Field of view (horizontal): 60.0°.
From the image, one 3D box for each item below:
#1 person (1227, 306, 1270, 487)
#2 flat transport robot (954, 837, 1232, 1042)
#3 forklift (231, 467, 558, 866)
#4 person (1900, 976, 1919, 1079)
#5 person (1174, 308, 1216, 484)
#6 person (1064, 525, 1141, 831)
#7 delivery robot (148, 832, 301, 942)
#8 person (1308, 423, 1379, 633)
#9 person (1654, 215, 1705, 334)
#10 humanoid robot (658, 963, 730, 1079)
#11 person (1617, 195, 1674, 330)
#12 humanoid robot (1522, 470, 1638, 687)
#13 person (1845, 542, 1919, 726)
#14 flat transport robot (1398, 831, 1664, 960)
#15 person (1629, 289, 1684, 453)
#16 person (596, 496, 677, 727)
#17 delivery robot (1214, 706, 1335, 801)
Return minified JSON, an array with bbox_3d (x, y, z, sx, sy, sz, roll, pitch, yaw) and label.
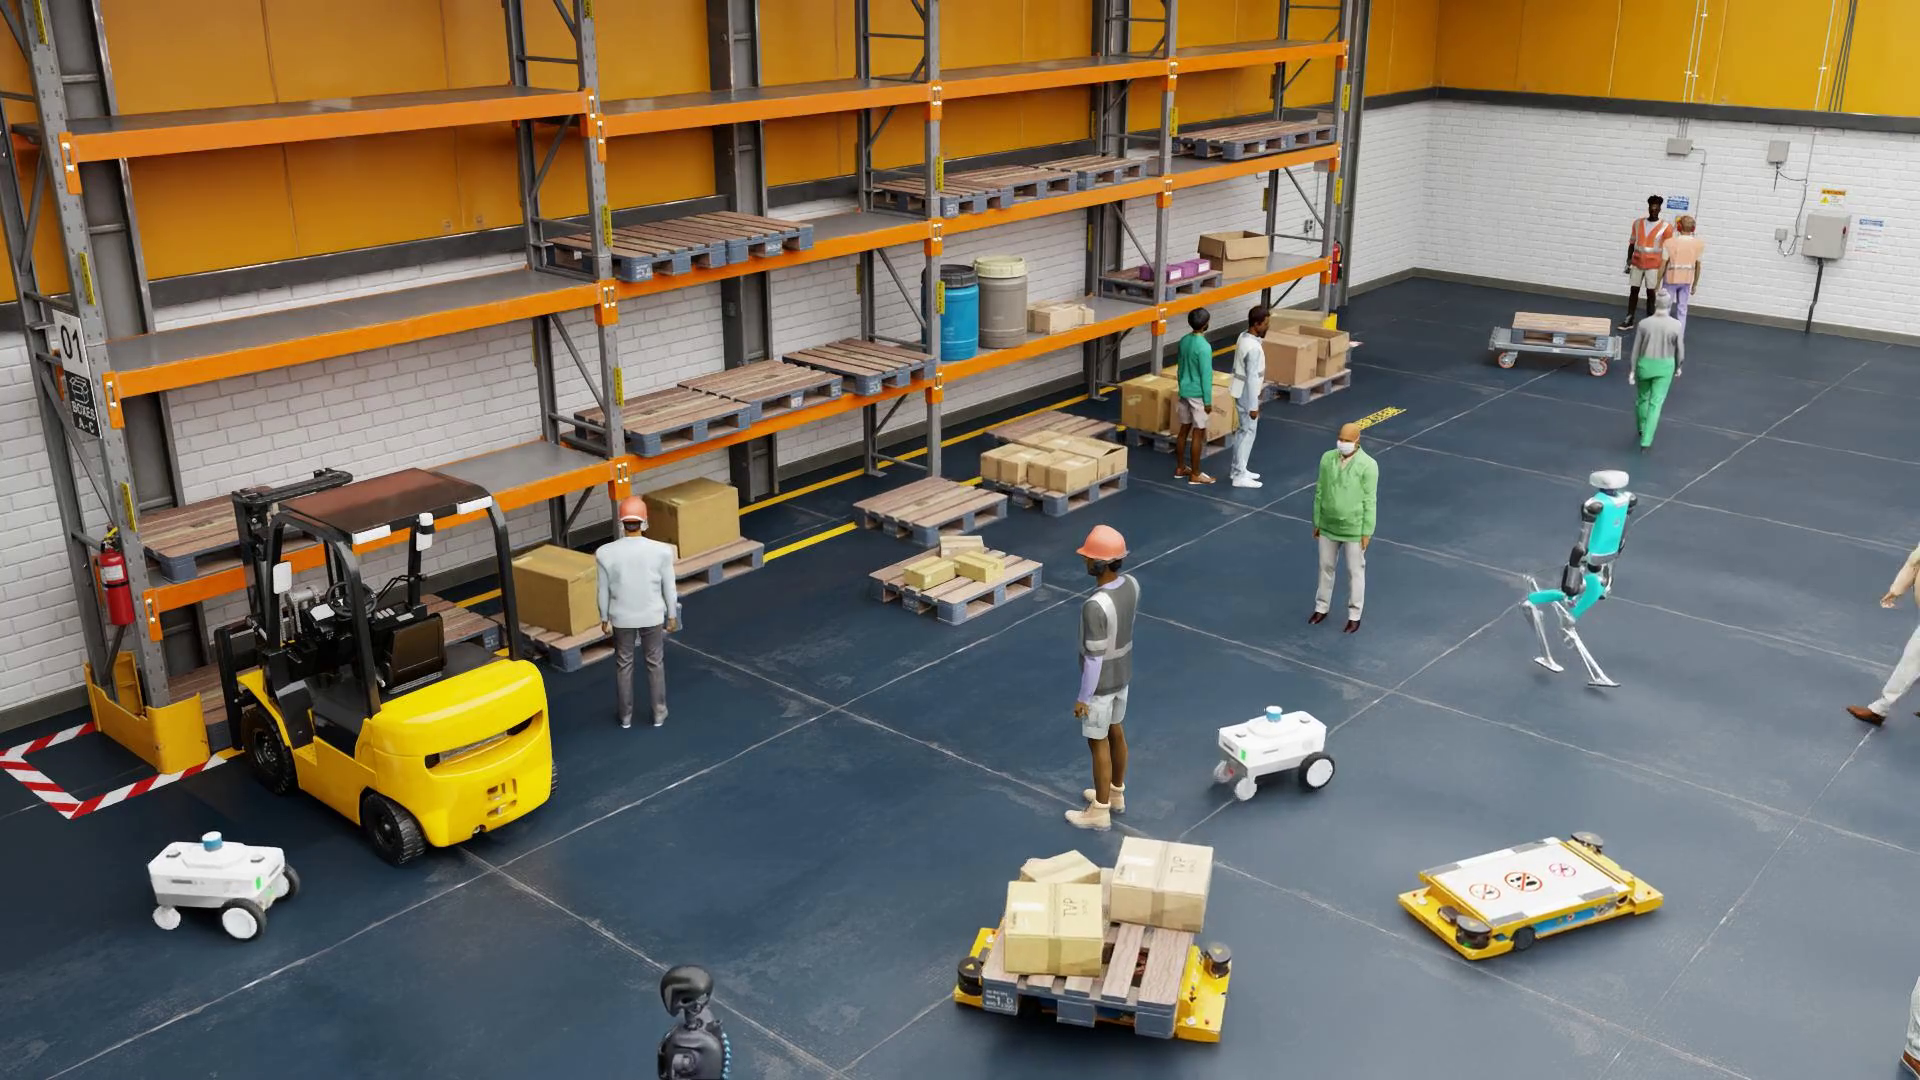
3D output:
[{"bbox_3d":[2.975,-1.483,17.207,0.401,1.907,0.600,0,20,0],"label":"person"},{"bbox_3d":[0.736,2.383,9.095,1.431,0.231,0.659,5,21,13],"label":"flat transport robot"},{"bbox_3d":[-3.730,0.710,10.856,2.313,2.155,1.214,17,26,38],"label":"forklift"},{"bbox_3d":[5.057,1.816,8.224,0.634,1.936,0.354,-10,22,-25],"label":"person"},{"bbox_3d":[2.442,-1.502,17.333,0.393,1.853,0.501,-11,23,-27],"label":"person"},{"bbox_3d":[0.900,0.879,10.612,0.370,2.044,0.605,11,23,27],"label":"person"},{"bbox_3d":[-4.324,1.989,9.732,0.773,0.582,0.499,2,20,6],"label":"delivery robot"},{"bbox_3d":[3.158,-0.112,13.688,0.539,1.776,0.388,14,25,34],"label":"person"},{"bbox_3d":[9.857,-3.518,22.832,0.563,1.836,0.395,1,20,2],"label":"person"},{"bbox_3d":[-1.133,2.490,6.786,0.424,1.645,0.623,0,20,1],"label":"humanoid robot"},{"bbox_3d":[9.826,-3.955,23.817,0.361,1.965,0.612,-19,27,-41],"label":"person"},{"bbox_3d":[4.696,0.270,12.669,0.556,1.731,0.968,-12,24,-30],"label":"humanoid robot"},{"bbox_3d":[6.956,0.474,12.019,0.971,1.821,0.557,1,20,3],"label":"person"},{"bbox_3d":[3.389,2.099,9.865,1.431,0.231,0.659,-9,22,-22],"label":"flat transport robot"},{"bbox_3d":[7.775,-1.926,18.570,0.512,1.788,0.985,12,24,30],"label":"person"},{"bbox_3d":[-2.325,0.523,12.013,0.572,1.739,0.351,-4,21,-10],"label":"person"},{"bbox_3d":[2.113,1.415,11.293,0.769,0.587,0.499,-9,22,-23],"label":"delivery robot"}]
